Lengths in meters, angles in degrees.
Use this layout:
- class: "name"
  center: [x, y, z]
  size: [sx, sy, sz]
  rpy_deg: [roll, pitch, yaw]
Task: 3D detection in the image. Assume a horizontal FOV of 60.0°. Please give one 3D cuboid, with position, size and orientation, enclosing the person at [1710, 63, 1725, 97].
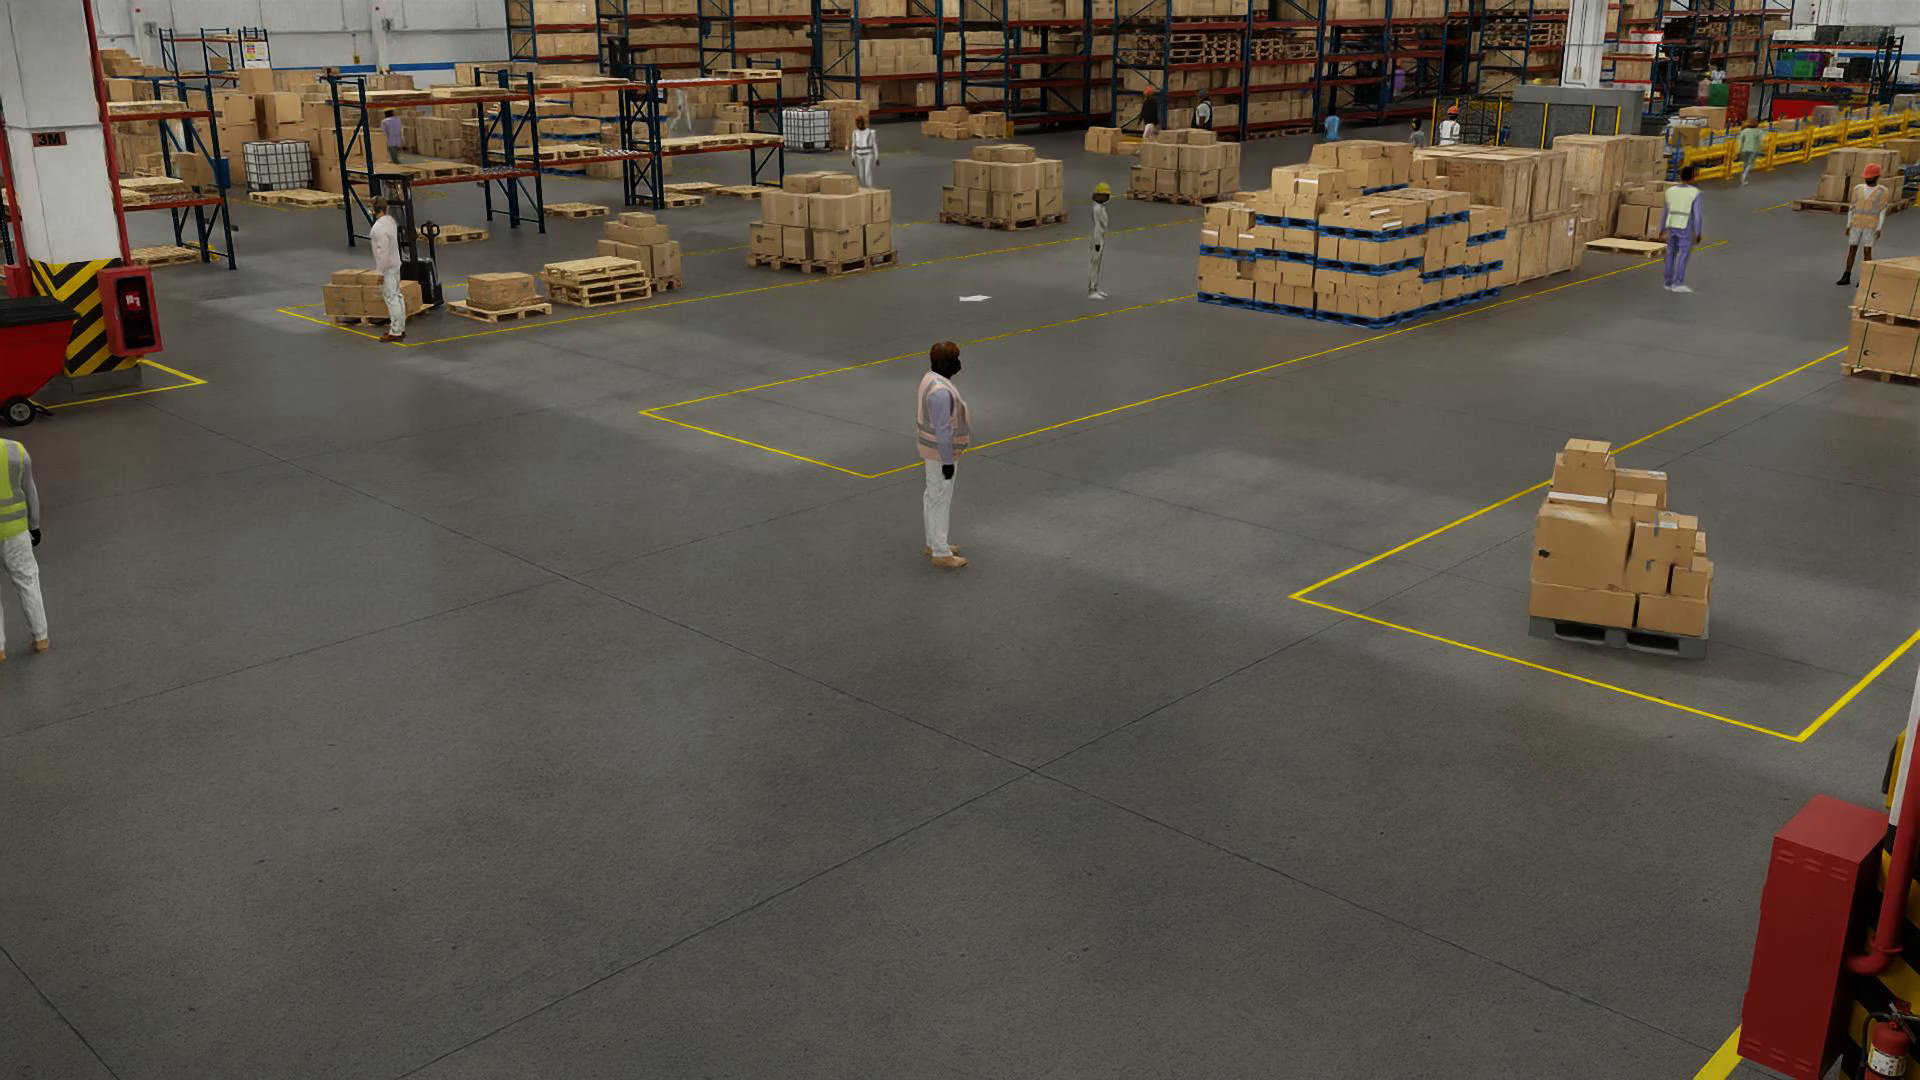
- class: "person"
  center: [30.536, -18.397, 67.111]
  size: [0.537, 1.668, 0.817]
  rpy_deg: [6, 19, 16]

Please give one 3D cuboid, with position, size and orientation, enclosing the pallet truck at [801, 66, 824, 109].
- class: "pallet truck"
  center: [-4.812, -15.182, 56.903]
  size: [0.823, 1.965, 1.885]
  rpy_deg: [-9, 21, -26]

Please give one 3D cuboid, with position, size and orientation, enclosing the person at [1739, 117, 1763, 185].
- class: "person"
  center: [18.836, -9.275, 39.688]
  size: [0.546, 1.618, 0.515]
  rpy_deg: [-17, 25, -42]

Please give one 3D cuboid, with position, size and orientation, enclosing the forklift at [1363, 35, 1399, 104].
- class: "forklift"
  center: [15.674, -17.642, 62.934]
  size: [1.873, 2.768, 1.129]
  rpy_deg: [-11, 21, -30]

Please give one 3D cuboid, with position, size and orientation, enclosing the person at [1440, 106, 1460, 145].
- class: "person"
  center: [11.405, -9.121, 38.760]
  size: [0.394, 1.929, 0.539]
  rpy_deg: [-12, 22, -33]

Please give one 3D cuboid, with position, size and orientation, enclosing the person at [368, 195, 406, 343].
- class: "person"
  center: [-7.618, -3.598, 22.094]
  size: [0.373, 1.940, 0.627]
  rpy_deg: [-2, 18, -5]

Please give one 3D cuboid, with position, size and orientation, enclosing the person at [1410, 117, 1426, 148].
- class: "person"
  center: [9.905, -8.253, 36.240]
  size: [0.335, 1.865, 0.521]
  rpy_deg: [17, 25, 41]

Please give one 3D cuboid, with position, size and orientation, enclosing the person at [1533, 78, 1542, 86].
- class: "person"
  center: [18.402, -13.823, 53.094]
  size: [0.610, 1.813, 0.593]
  rpy_deg: [14, 23, 37]

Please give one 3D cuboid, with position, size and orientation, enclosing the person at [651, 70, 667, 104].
- class: "person"
  center: [-10.184, -14.972, 56.412]
  size: [0.587, 1.911, 0.397]
  rpy_deg: [7, 20, 20]

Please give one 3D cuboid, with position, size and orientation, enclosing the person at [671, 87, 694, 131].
- class: "person"
  center: [-9.230, -14.362, 55.041]
  size: [0.770, 1.612, 0.527]
  rpy_deg: [9, 20, 25]

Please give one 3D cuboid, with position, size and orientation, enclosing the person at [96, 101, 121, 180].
- class: "person"
  center: [-20.953, -9.756, 40.721]
  size: [0.893, 1.890, 0.571]
  rpy_deg: [8, 20, 22]

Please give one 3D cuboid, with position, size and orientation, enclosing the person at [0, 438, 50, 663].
- class: "person"
  center: [-6.730, -0.054, 11.569]
  size: [0.627, 1.844, 0.429]
  rpy_deg: [-16, 24, -40]

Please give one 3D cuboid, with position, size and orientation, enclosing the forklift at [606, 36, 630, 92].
- class: "forklift"
  center: [-12.713, -17.303, 61.914]
  size: [1.873, 2.768, 1.129]
  rpy_deg: [-16, 24, -40]

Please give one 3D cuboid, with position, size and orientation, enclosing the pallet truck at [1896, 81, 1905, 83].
- class: "pallet truck"
  center: [34.802, -16.331, 61.455]
  size: [0.653, 1.274, 1.630]
  rpy_deg: [17, 25, 41]

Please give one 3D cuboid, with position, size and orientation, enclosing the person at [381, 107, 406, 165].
- class: "person"
  center: [-13.713, -9.620, 40.333]
  size: [0.875, 1.887, 0.591]
  rpy_deg: [8, 20, 24]

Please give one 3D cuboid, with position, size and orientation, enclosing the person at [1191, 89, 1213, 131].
- class: "person"
  center: [6.324, -10.786, 43.589]
  size: [0.535, 2.000, 0.684]
  rpy_deg: [9, 21, 26]

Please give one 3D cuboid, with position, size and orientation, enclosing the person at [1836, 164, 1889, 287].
- class: "person"
  center: [14.233, -4.949, 26.182]
  size: [0.382, 1.927, 0.542]
  rpy_deg: [-15, 24, -38]

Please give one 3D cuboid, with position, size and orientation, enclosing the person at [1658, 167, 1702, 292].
- class: "person"
  center: [11.205, -4.827, 25.877]
  size: [0.415, 1.894, 0.694]
  rpy_deg: [-14, 23, -36]

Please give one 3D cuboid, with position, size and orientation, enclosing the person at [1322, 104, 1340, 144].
- class: "person"
  center: [9.592, -10.393, 42.968]
  size: [0.535, 1.685, 0.401]
  rpy_deg: [-16, 24, -39]

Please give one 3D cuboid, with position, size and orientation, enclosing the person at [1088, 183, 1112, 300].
- class: "person"
  center: [2.125, -4.539, 25.235]
  size: [0.317, 1.743, 0.488]
  rpy_deg: [4, 19, 11]

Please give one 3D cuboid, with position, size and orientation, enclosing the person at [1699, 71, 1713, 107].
- class: "person"
  center: [26.296, -15.677, 58.781]
  size: [0.638, 1.746, 0.543]
  rpy_deg: [-8, 20, -22]

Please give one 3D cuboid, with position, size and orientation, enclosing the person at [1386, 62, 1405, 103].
- class: "person"
  center: [16.406, -17.084, 62.819]
  size: [0.678, 1.884, 0.855]
  rpy_deg: [-6, 19, -16]

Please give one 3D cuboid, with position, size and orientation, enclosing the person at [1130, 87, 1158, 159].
- class: "person"
  center: [5.189, -11.555, 46.075]
  size: [1.065, 1.934, 0.614]
  rpy_deg: [-8, 20, -22]

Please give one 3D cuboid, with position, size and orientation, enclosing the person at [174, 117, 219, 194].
- class: "person"
  center: [-17.655, -8.845, 38.012]
  size: [1.032, 1.881, 0.724]
  rpy_deg: [1, 18, 2]

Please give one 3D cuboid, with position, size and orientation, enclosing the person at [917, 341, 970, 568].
- class: "person"
  center: [-0.132, -0.705, 13.530]
  size: [0.430, 1.845, 0.621]
  rpy_deg: [-2, 18, -6]

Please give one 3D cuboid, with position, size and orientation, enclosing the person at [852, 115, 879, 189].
- class: "person"
  center: [-2.076, -8.516, 37.052]
  size: [0.646, 1.859, 0.671]
  rpy_deg: [8, 20, 24]

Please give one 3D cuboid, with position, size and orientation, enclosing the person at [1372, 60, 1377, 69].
- class: "person"
  center: [18.127, -20.466, 73.137]
  size: [0.600, 1.797, 0.852]
  rpy_deg: [15, 24, 38]

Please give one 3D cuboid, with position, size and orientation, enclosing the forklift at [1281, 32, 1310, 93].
- class: "forklift"
  center: [13.239, -19.155, 67.492]
  size: [1.873, 2.768, 1.129]
  rpy_deg: [16, 24, 40]

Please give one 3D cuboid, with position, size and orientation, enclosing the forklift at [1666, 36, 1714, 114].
- class: "forklift"
  center: [27.341, -17.291, 61.877]
  size: [1.129, 2.768, 1.873]
  rpy_deg: [17, 25, 41]

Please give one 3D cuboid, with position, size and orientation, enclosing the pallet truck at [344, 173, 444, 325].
- class: "pallet truck"
  center: [-8.209, -4.181, 23.757]
  size: [0.823, 1.965, 1.885]
  rpy_deg: [3, 19, 9]
